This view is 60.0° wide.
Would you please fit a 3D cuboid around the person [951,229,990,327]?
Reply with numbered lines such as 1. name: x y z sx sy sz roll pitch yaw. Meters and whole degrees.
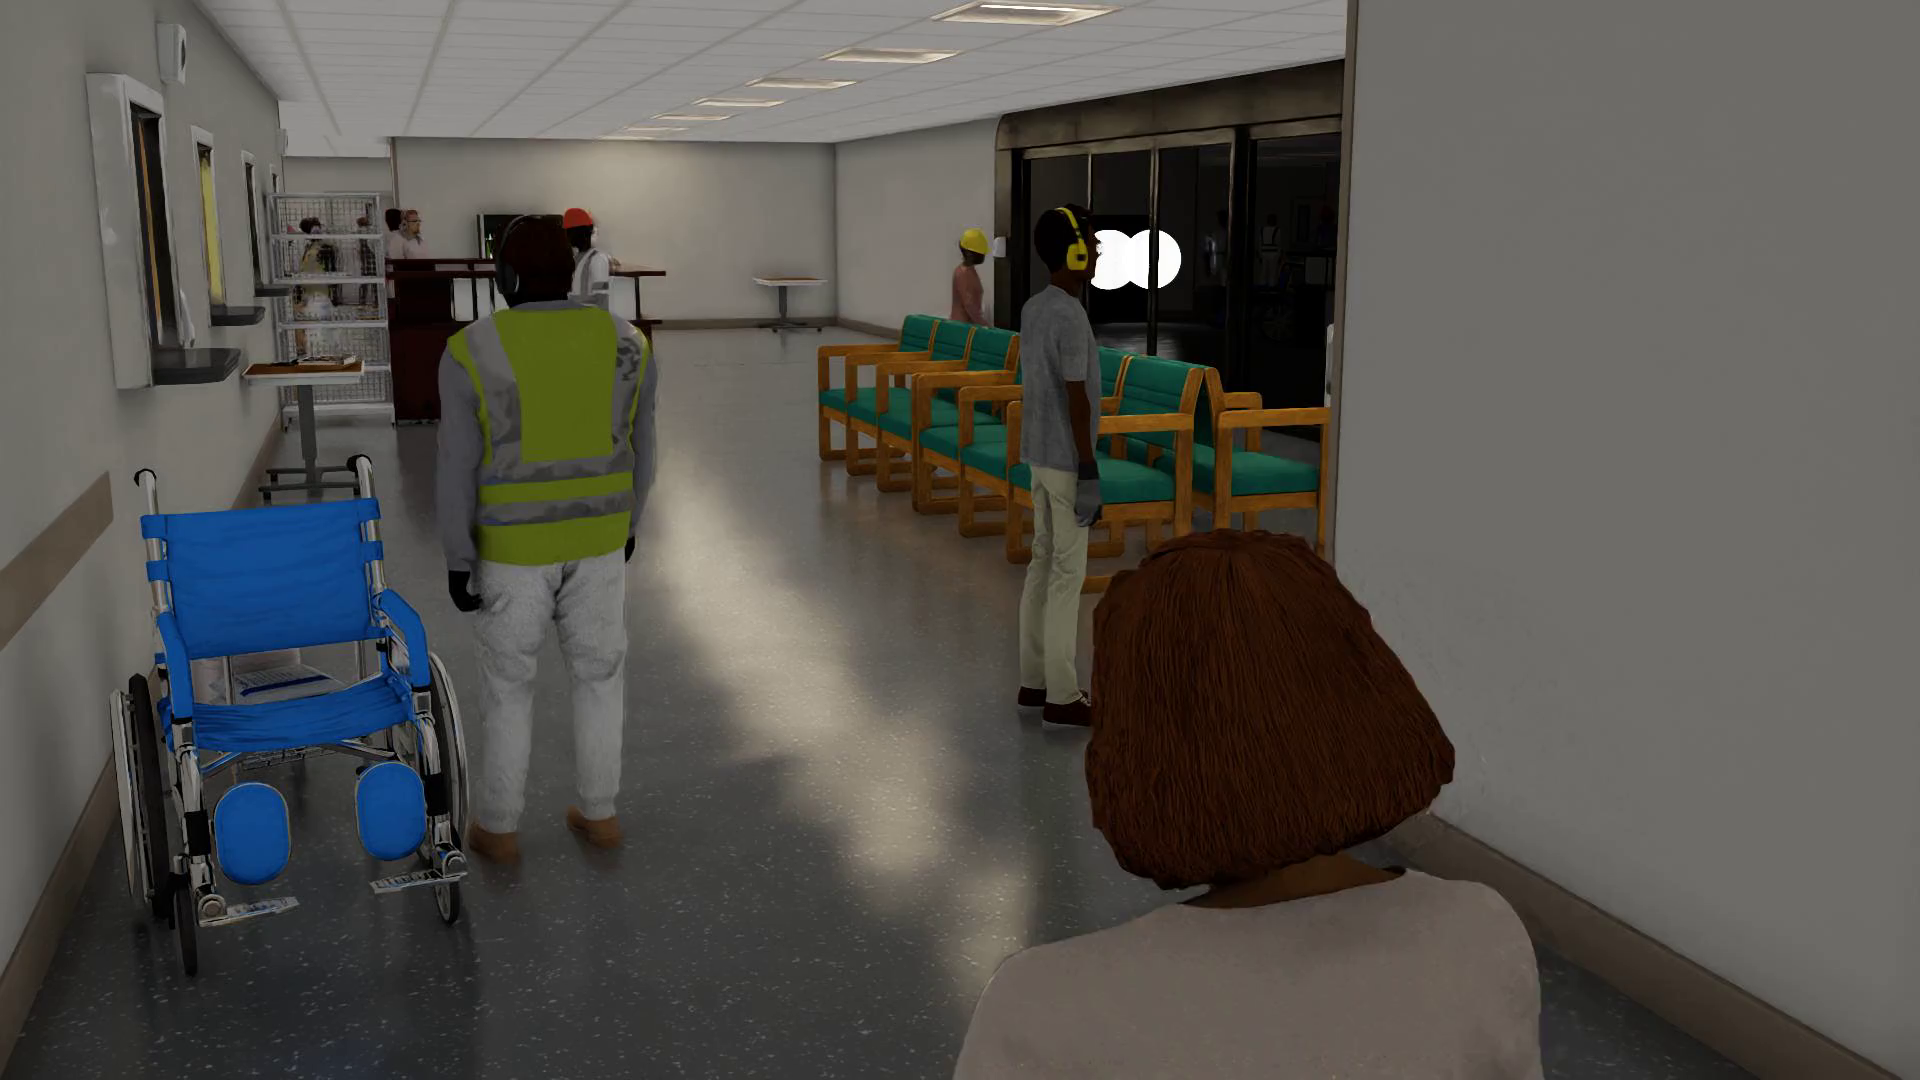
1. person: 0.119 -1.680 13.671 0.427 1.732 0.532 2 11 12

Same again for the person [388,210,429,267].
1. person: -6.523 -2.986 19.935 0.401 1.906 0.685 2 11 12

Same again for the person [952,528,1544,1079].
1. person: 0.159 0.765 1.437 0.510 1.591 0.827 -7 13 -31

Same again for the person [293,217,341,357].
1. person: -7.875 -2.982 20.126 0.775 1.810 0.637 -8 14 -36

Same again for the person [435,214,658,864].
1. person: -1.165 0.011 4.723 0.637 1.840 0.442 -7 13 -32

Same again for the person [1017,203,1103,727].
1. person: 0.386 -0.261 6.011 0.328 1.877 0.513 -4 12 -19

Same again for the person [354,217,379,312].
1. person: -11.344 -5.263 31.870 0.639 1.807 0.351 3 12 17
